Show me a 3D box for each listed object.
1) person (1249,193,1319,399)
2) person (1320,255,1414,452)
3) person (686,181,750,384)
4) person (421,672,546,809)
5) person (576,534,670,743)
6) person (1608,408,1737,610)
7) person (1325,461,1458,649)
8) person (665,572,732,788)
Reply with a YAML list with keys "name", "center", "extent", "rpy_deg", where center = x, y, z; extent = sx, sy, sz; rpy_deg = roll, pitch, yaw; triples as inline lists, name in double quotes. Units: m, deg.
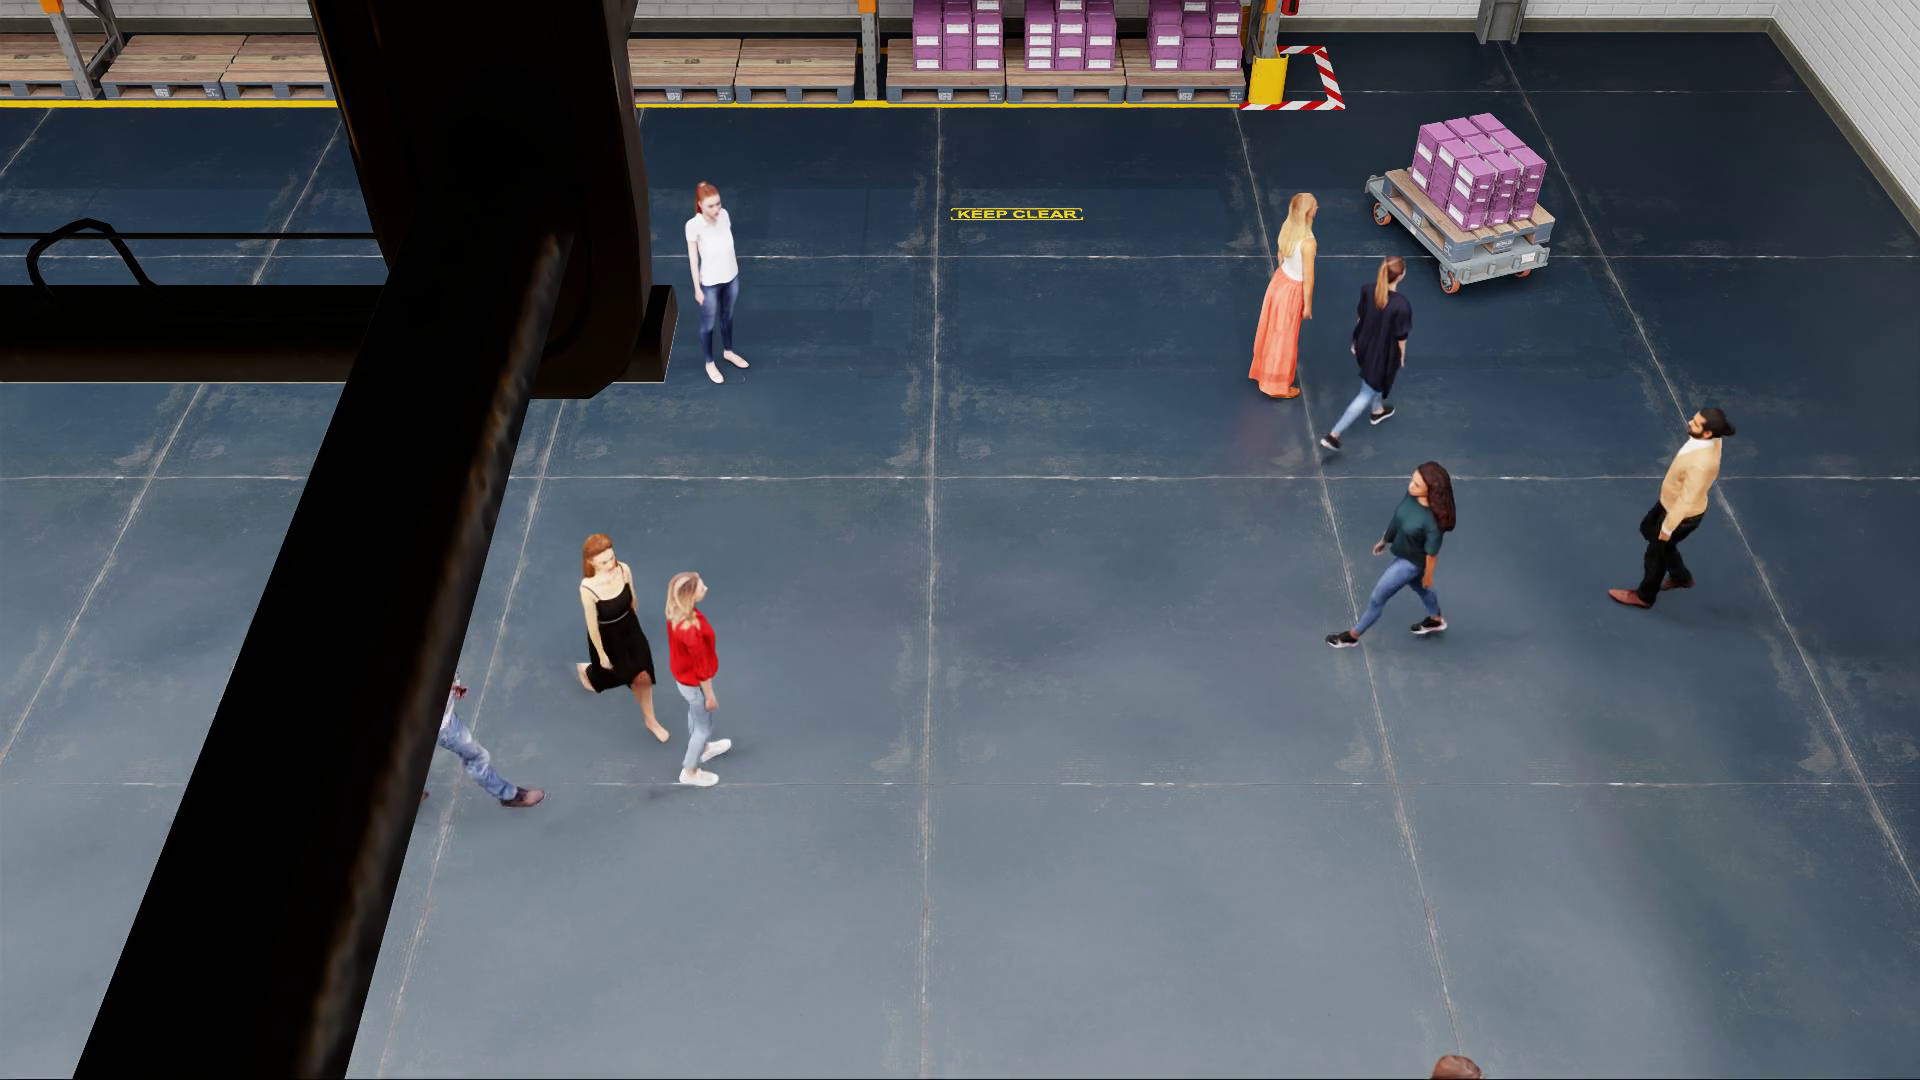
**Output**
- name: "person"
  center: [2.553, -1.909, 12.963]
  extent: [0.680, 1.802, 0.694]
  rpy_deg: [-12, 45, -12]
- name: "person"
  center: [3.082, -1.367, 12.505]
  extent: [1.197, 1.649, 1.024]
  rpy_deg: [-25, 49, -24]
- name: "person"
  center: [-1.933, -2.059, 13.167]
  extent: [0.639, 1.738, 0.705]
  rpy_deg: [-33, 53, -30]
- name: "person"
  center: [-3.231, 1.035, 9.878]
  extent: [1.277, 1.796, 0.779]
  rpy_deg: [-5, 44, -6]
- name: "person"
  center: [-2.241, 0.570, 10.508]
  extent: [1.001, 1.599, 1.050]
  rpy_deg: [-34, 53, -31]
- name: "person"
  center: [4.910, -0.187, 11.196]
  extent: [0.884, 1.747, 0.816]
  rpy_deg: [17, 46, 17]
- name: "person"
  center: [3.055, 0.109, 11.011]
  extent: [1.112, 1.573, 0.643]
  rpy_deg: [-3, 44, -3]
- name: "person"
  center: [-1.644, 0.831, 10.151]
  extent: [0.781, 1.713, 0.749]
  rpy_deg: [-19, 47, -19]
